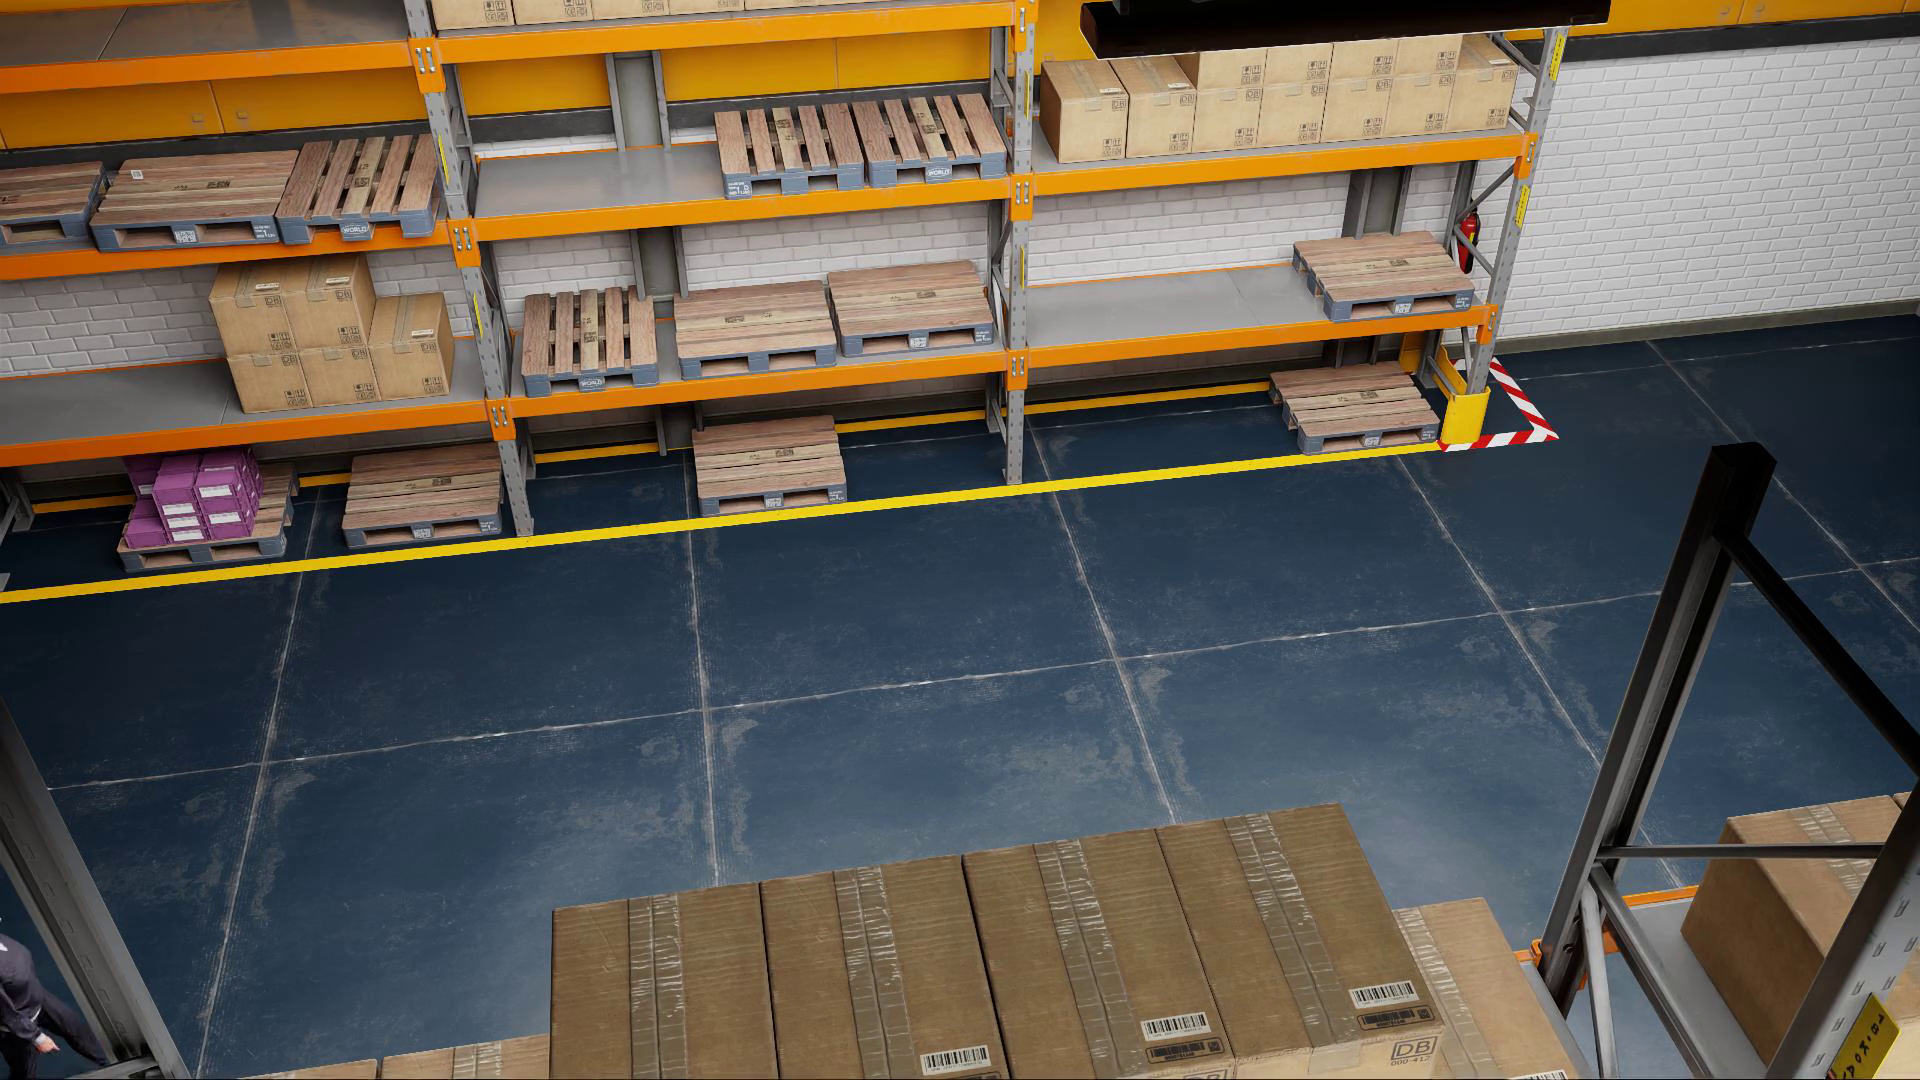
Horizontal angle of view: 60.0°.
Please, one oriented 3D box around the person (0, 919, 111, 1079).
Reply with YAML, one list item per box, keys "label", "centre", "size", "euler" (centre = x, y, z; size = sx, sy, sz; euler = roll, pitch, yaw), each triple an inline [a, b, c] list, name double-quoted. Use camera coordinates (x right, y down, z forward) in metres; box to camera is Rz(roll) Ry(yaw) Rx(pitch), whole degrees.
- label: "person"
  centre: [-5.063, 2.512, 8.774]
  size: [0.980, 1.700, 0.751]
  euler: [-13, 40, -16]
